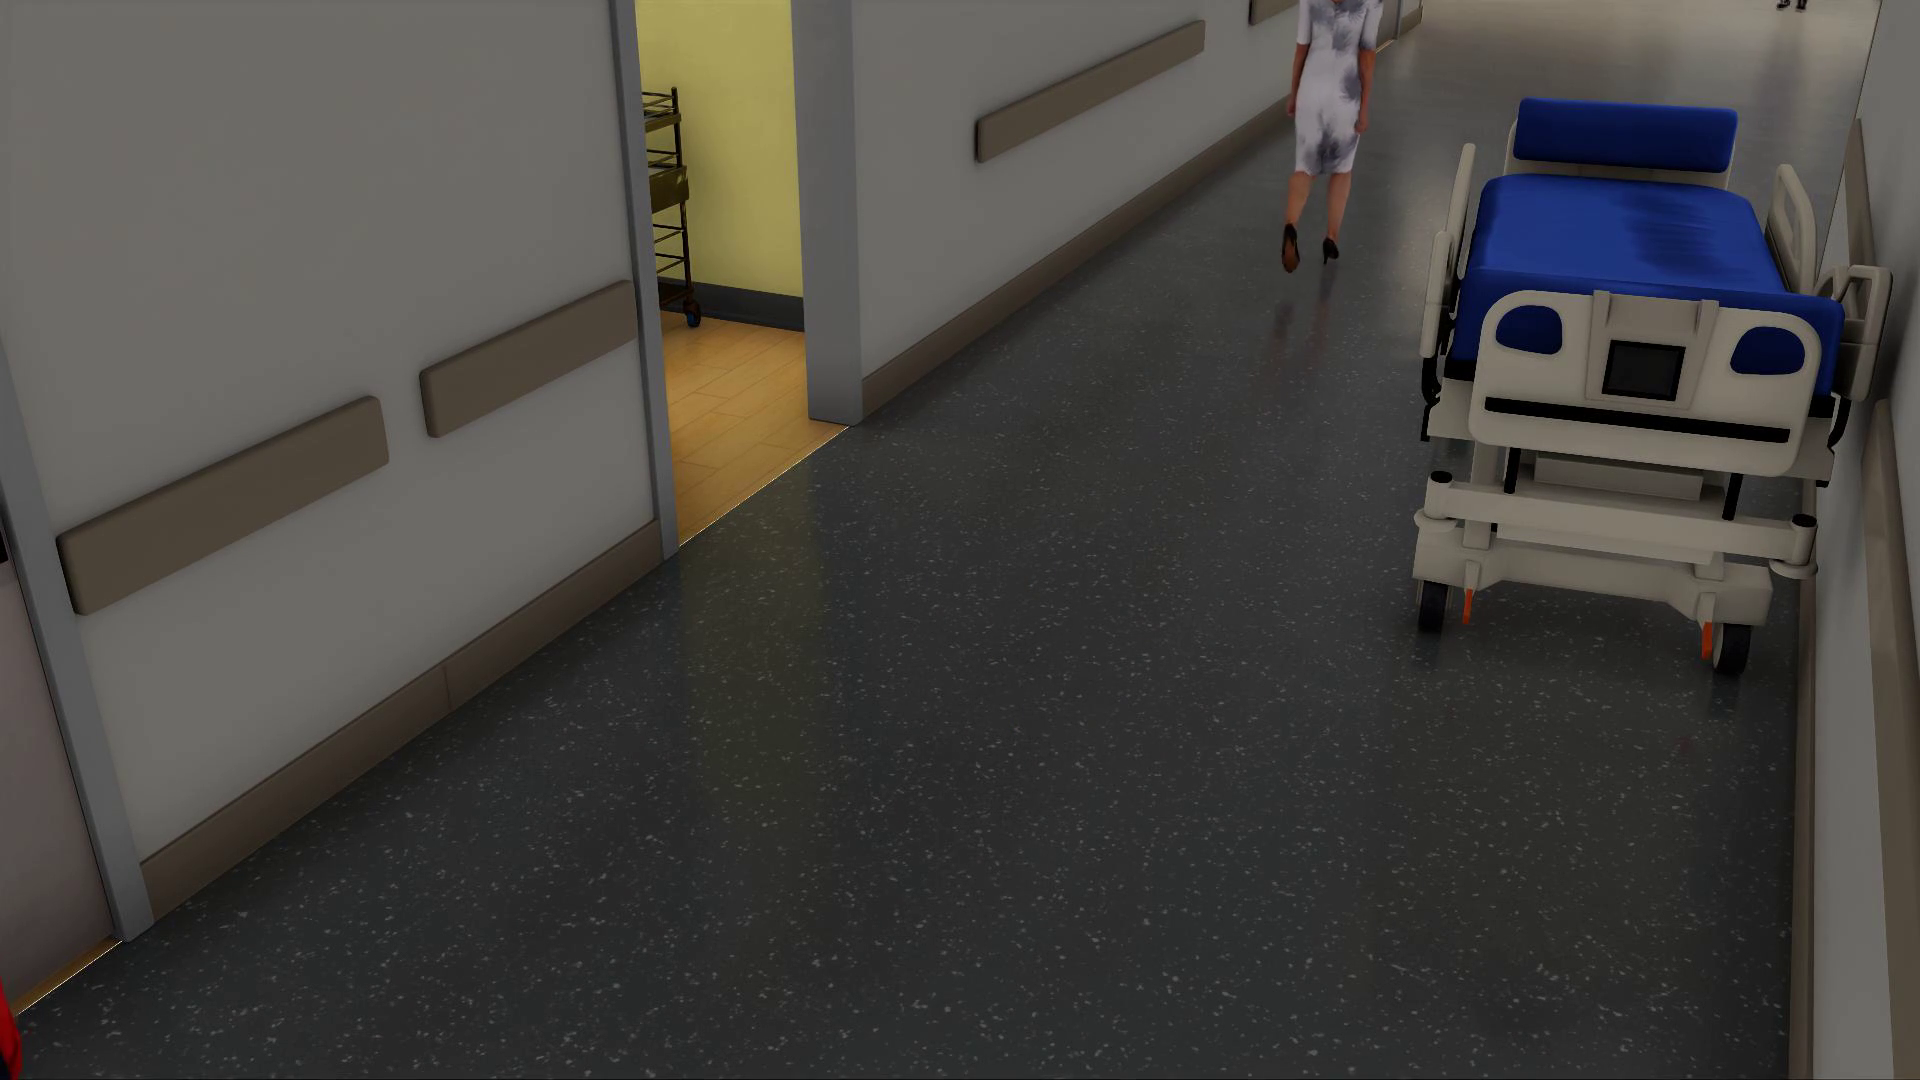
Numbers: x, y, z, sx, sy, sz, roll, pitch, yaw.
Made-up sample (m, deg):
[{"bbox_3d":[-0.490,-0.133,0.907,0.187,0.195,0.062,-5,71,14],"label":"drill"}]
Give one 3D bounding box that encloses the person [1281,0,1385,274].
[{"bbox_3d":[1.808,-2.145,8.191,0.939,1.729,0.657,11,28,21],"label":"person"}]
